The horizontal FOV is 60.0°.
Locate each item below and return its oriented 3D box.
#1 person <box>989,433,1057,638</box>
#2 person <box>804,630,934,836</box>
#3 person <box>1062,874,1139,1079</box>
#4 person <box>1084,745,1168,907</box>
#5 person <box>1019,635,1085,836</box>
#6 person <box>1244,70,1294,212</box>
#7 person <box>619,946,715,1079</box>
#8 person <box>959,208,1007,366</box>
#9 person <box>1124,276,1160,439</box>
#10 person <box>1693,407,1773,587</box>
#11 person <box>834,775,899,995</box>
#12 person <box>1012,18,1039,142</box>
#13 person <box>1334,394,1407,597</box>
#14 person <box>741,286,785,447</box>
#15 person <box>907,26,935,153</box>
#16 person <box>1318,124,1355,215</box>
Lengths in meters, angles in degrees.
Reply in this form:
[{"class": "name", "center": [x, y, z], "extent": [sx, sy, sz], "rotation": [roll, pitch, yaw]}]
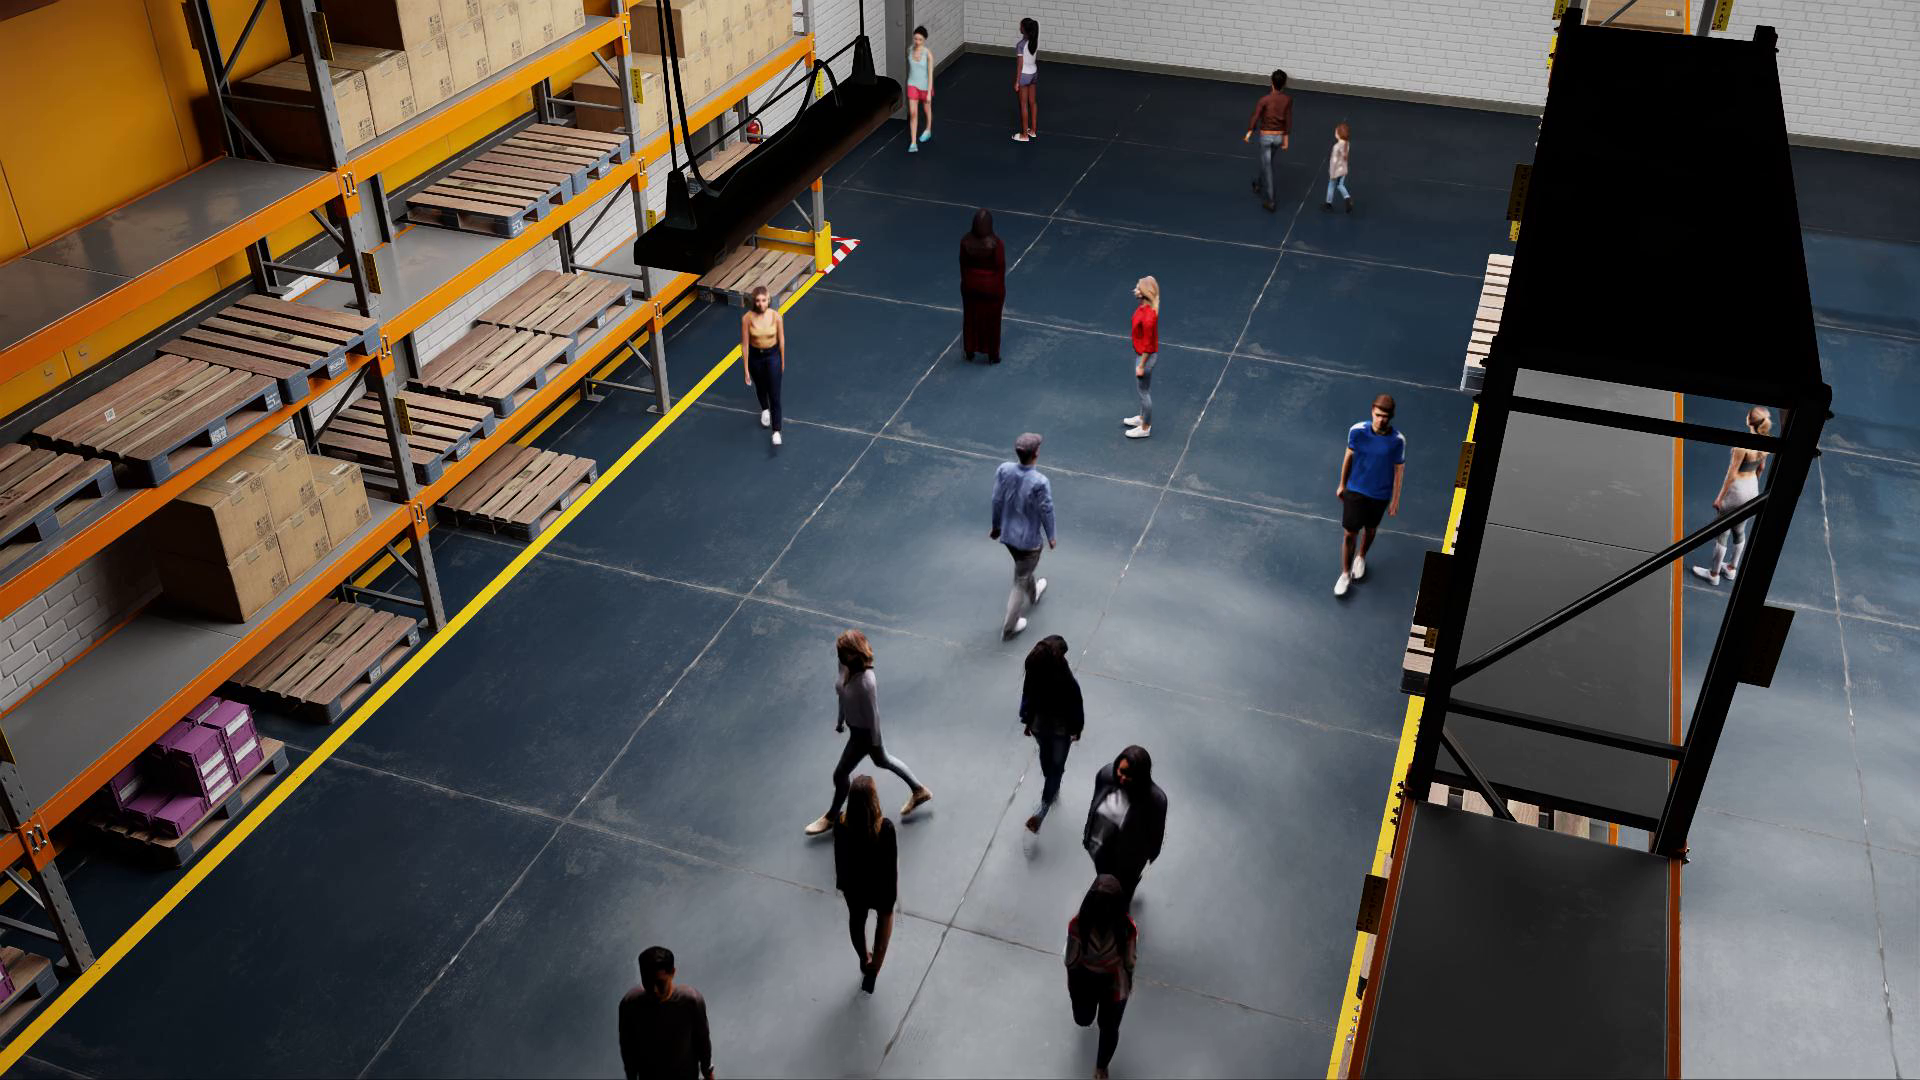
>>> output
[{"class": "person", "center": [0.464, -0.008, 13.611], "extent": [0.880, 1.862, 1.101], "rotation": [24, 40, 31]}, {"class": "person", "center": [-0.593, 1.336, 11.699], "extent": [1.172, 1.740, 1.158], "rotation": [-12, 36, -18]}, {"class": "person", "center": [0.842, 2.569, 9.972], "extent": [0.737, 1.599, 0.932], "rotation": [2, 34, 3]}, {"class": "person", "center": [1.076, 1.956, 10.907], "extent": [0.863, 1.584, 1.073], "rotation": [24, 41, 32]}, {"class": "person", "center": [0.622, 1.380, 11.764], "extent": [0.618, 1.596, 0.979], "rotation": [12, 35, 17]}, {"class": "person", "center": [4.032, -5.090, 21.371], "extent": [1.042, 1.735, 1.159], "rotation": [-11, 35, -15]}, {"class": "person", "center": [-1.621, 2.924, 9.284], "extent": [0.714, 1.768, 0.678], "rotation": [2, 34, 3]}, {"class": "person", "center": [0.239, -2.698, 17.752], "extent": [0.660, 1.757, 0.593], "rotation": [13, 36, 19]}, {"class": "person", "center": [1.829, -1.817, 16.474], "extent": [0.731, 1.705, 0.556], "rotation": [1, 34, 2]}, {"class": "person", "center": [6.708, -0.385, 14.321], "extent": [0.640, 1.704, 0.688], "rotation": [-12, 36, -18]}, {"class": "person", "center": [-0.600, 2.208, 10.454], "extent": [0.659, 1.667, 0.825], "rotation": [4, 34, 5]}, {"class": "person", "center": [0.936, -6.531, 23.550], "extent": [0.733, 1.721, 0.581], "rotation": [23, 40, 30]}, {"class": "person", "center": [3.539, -0.475, 14.329], "extent": [0.715, 1.845, 0.928], "rotation": [9, 35, 14]}, {"class": "person", "center": [-1.962, -1.799, 16.552], "extent": [0.890, 1.589, 1.156], "rotation": [-3, 34, -5]}, {"class": "person", "center": [-0.539, -6.326, 23.253], "extent": [0.584, 1.709, 1.110], "rotation": [17, 37, 23]}, {"class": "person", "center": [4.900, -4.746, 21.351], "extent": [0.764, 1.184, 0.764], "rotation": [-24, 40, -31]}]
